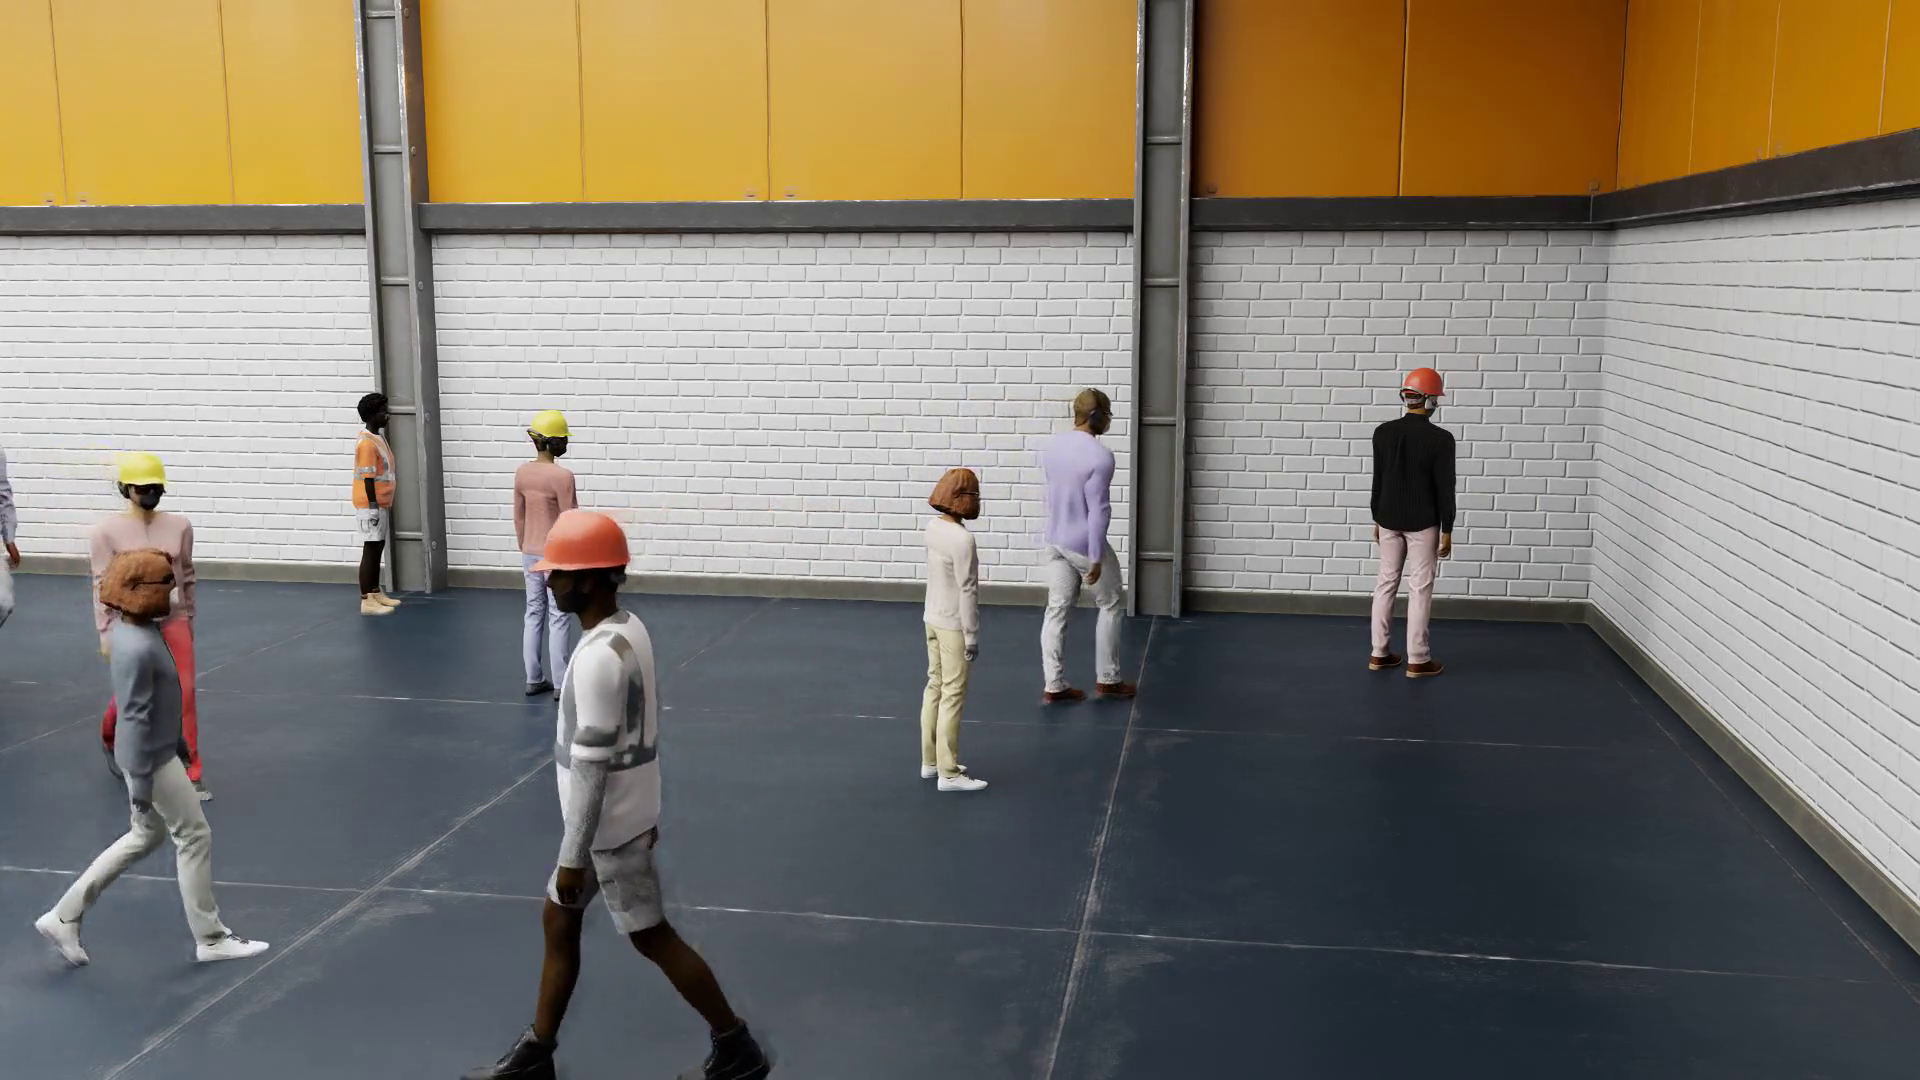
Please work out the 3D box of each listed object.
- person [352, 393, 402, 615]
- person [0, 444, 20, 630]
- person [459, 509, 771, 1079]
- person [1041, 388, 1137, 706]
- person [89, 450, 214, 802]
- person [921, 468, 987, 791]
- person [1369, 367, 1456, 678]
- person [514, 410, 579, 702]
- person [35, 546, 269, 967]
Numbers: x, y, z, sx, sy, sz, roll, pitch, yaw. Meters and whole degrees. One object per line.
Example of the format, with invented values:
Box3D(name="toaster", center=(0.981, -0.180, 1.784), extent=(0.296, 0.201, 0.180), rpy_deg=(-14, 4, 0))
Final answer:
Box3D(name="person", center=(-4.443, -0.276, 12.631), extent=(0.322, 1.689, 0.531), rpy_deg=(-2, 9, -12))
Box3D(name="person", center=(-6.010, 0.026, 10.012), extent=(0.452, 1.932, 0.629), rpy_deg=(8, 12, 42))
Box3D(name="person", center=(-1.057, 0.838, 5.151), extent=(0.976, 1.895, 0.559), rpy_deg=(-1, 9, -6))
Box3D(name="person", center=(0.790, 0.042, 10.012), extent=(0.759, 1.909, 0.625), rpy_deg=(-7, 12, -37))
Box3D(name="person", center=(-4.071, 0.407, 8.293), extent=(0.848, 1.739, 0.528), rpy_deg=(8, 12, 40))
Box3D(name="person", center=(-0.033, 0.447, 8.371), extent=(0.279, 1.624, 0.497), rpy_deg=(-4, 10, -24))
Box3D(name="person", center=(2.925, -0.112, 10.711), extent=(0.402, 1.988, 0.613), rpy_deg=(-8, 12, -42))
Box3D(name="person", center=(-2.477, 0.093, 10.123), extent=(0.533, 1.767, 0.324), rpy_deg=(7, 11, 36))
Box3D(name="person", center=(-3.046, 0.815, 6.166), extent=(0.728, 1.605, 0.501), rpy_deg=(-5, 10, -27))
